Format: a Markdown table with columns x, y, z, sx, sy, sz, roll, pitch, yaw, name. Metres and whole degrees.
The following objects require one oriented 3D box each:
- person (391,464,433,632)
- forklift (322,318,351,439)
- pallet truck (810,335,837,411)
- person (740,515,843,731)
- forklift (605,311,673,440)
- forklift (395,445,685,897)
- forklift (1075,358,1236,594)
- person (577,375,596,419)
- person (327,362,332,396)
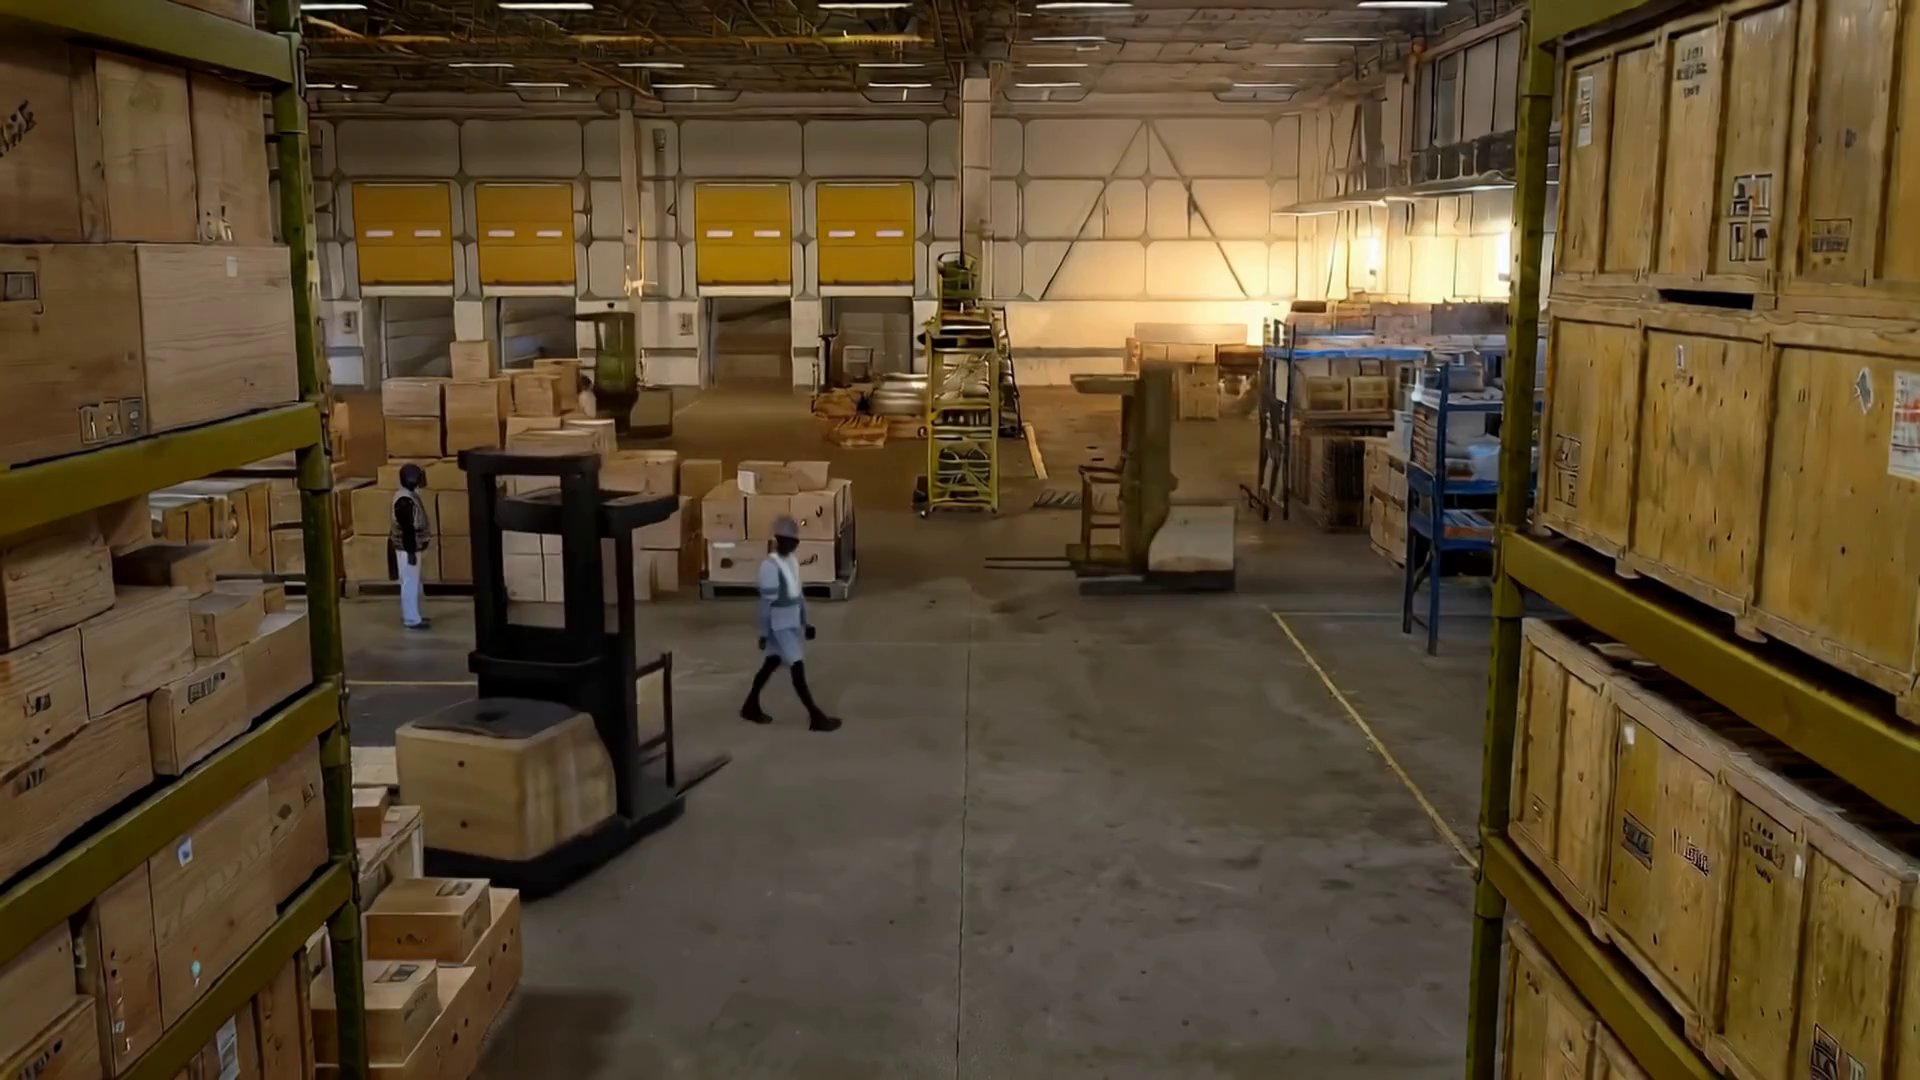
| x | y | z | sx | sy | sz | roll | pitch | yaw | name |
| --- | --- | --- | --- | --- | --- | --- | --- | --- | --- |
| -5.994 | 0.084 | 18.226 | 0.430 | 1.839 | 0.625 | -3 | 10 | -15 | person |
| -13.005 | -3.008 | 33.057 | 1.129 | 2.768 | 1.873 | 0 | 10 | 1 | forklift |
| -3.021 | -4.312 | 43.126 | 1.885 | 1.965 | 0.823 | 3 | 10 | 17 | pallet truck |
| -1.513 | 0.714 | 14.471 | 1.014 | 1.883 | 0.567 | 3 | 10 | 18 | person |
| -7.424 | -3.634 | 36.666 | 1.873 | 2.768 | 1.129 | -7 | 12 | -36 | forklift |
| -2.872 | 0.762 | 11.305 | 1.129 | 2.768 | 1.873 | 4 | 11 | 21 | forklift |
| 2.393 | -0.804 | 20.338 | 1.873 | 2.768 | 1.129 | 0 | 10 | 1 | forklift |
| -7.542 | -2.455 | 33.313 | 0.498 | 1.681 | 0.539 | 1 | 10 | 7 | person |
| -15.039 | -3.579 | 39.068 | 0.545 | 1.938 | 0.361 | -4 | 11 | -22 | person |
